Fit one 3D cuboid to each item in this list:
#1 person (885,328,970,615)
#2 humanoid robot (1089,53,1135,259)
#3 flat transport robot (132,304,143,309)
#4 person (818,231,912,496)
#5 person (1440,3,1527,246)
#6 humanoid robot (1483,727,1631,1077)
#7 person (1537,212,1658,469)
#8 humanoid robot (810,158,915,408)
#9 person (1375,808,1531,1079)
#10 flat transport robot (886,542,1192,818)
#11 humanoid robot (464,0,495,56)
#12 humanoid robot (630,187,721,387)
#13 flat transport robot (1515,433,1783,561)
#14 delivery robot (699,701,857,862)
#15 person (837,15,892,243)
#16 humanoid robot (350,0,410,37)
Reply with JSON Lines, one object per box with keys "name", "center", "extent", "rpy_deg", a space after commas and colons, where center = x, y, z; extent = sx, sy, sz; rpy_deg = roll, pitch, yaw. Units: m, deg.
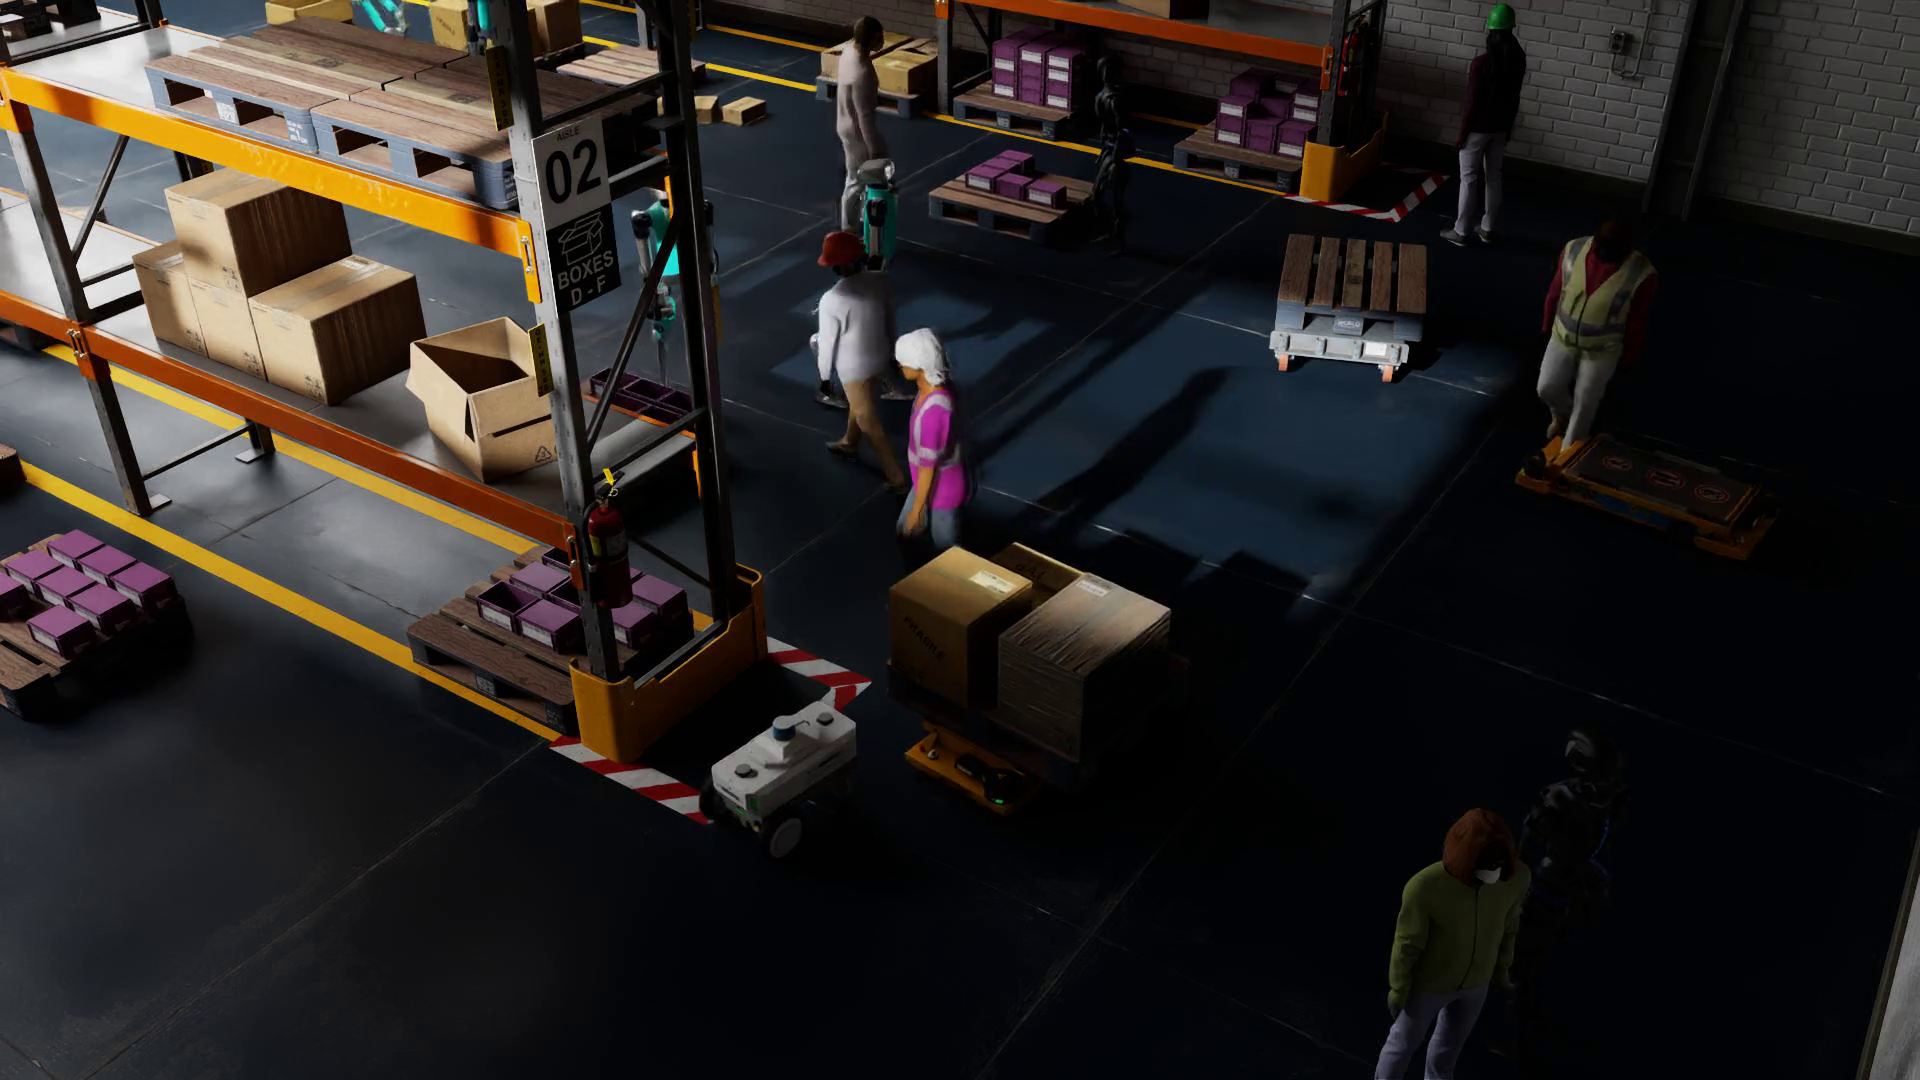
{"name": "person", "center": [-0.201, -0.281, 8.873], "extent": [0.656, 1.821, 0.540], "rpy_deg": [-2, 33, -4]}
{"name": "humanoid robot", "center": [1.231, -3.055, 13.282], "extent": [0.343, 1.646, 0.608], "rpy_deg": [-4, 33, -6]}
{"name": "flat transport robot", "center": [-6.863, -2.093, 13.091], "extent": [1.431, 0.231, 0.659], "rpy_deg": [26, 41, 34]}
{"name": "person", "center": [-0.597, -1.104, 10.259], "extent": [0.581, 1.700, 0.885], "rpy_deg": [-28, 42, -36]}
{"name": "person", "center": [4.265, -3.336, 13.461], "extent": [0.494, 1.948, 0.421], "rpy_deg": [-9, 34, -13]}
{"name": "humanoid robot", "center": [2.265, 1.400, 6.429], "extent": [0.601, 1.655, 0.363], "rpy_deg": [-17, 37, -24]}
{"name": "person", "center": [3.947, -1.242, 10.377], "extent": [0.656, 1.809, 0.624], "rpy_deg": [26, 41, 34]}
{"name": "humanoid robot", "center": [-0.755, -1.678, 11.128], "extent": [0.881, 1.781, 0.551], "rpy_deg": [3, 33, 5]}
{"name": "person", "center": [1.798, 1.622, 6.126], "extent": [0.506, 1.631, 0.264], "rpy_deg": [-8, 34, -13]}
{"name": "flat transport robot", "center": [0.432, 0.863, 8.547], "extent": [0.659, 0.231, 1.431], "rpy_deg": [25, 40, 33]}
{"name": "humanoid robot", "center": [-4.457, -4.511, 15.567], "extent": [0.724, 1.899, 0.541], "rpy_deg": [22, 39, 30]}
{"name": "humanoid robot", "center": [-1.934, -1.644, 11.116], "extent": [0.548, 1.847, 0.849], "rpy_deg": [-14, 36, -21]}
{"name": "flat transport robot", "center": [4.285, -0.313, 10.355], "extent": [1.431, 0.231, 0.659], "rpy_deg": [24, 40, 32]}
{"name": "delivery robot", "center": [-0.835, 1.095, 7.907], "extent": [0.501, 0.572, 0.743], "rpy_deg": [27, 42, 35]}
{"name": "person", "center": [-0.730, -3.249, 13.355], "extent": [0.607, 1.915, 0.650], "rpy_deg": [-4, 33, -6]}
{"name": "humanoid robot", "center": [-6.096, -5.734, 17.439], "extent": [0.738, 1.901, 0.542], "rpy_deg": [17, 37, 24]}
